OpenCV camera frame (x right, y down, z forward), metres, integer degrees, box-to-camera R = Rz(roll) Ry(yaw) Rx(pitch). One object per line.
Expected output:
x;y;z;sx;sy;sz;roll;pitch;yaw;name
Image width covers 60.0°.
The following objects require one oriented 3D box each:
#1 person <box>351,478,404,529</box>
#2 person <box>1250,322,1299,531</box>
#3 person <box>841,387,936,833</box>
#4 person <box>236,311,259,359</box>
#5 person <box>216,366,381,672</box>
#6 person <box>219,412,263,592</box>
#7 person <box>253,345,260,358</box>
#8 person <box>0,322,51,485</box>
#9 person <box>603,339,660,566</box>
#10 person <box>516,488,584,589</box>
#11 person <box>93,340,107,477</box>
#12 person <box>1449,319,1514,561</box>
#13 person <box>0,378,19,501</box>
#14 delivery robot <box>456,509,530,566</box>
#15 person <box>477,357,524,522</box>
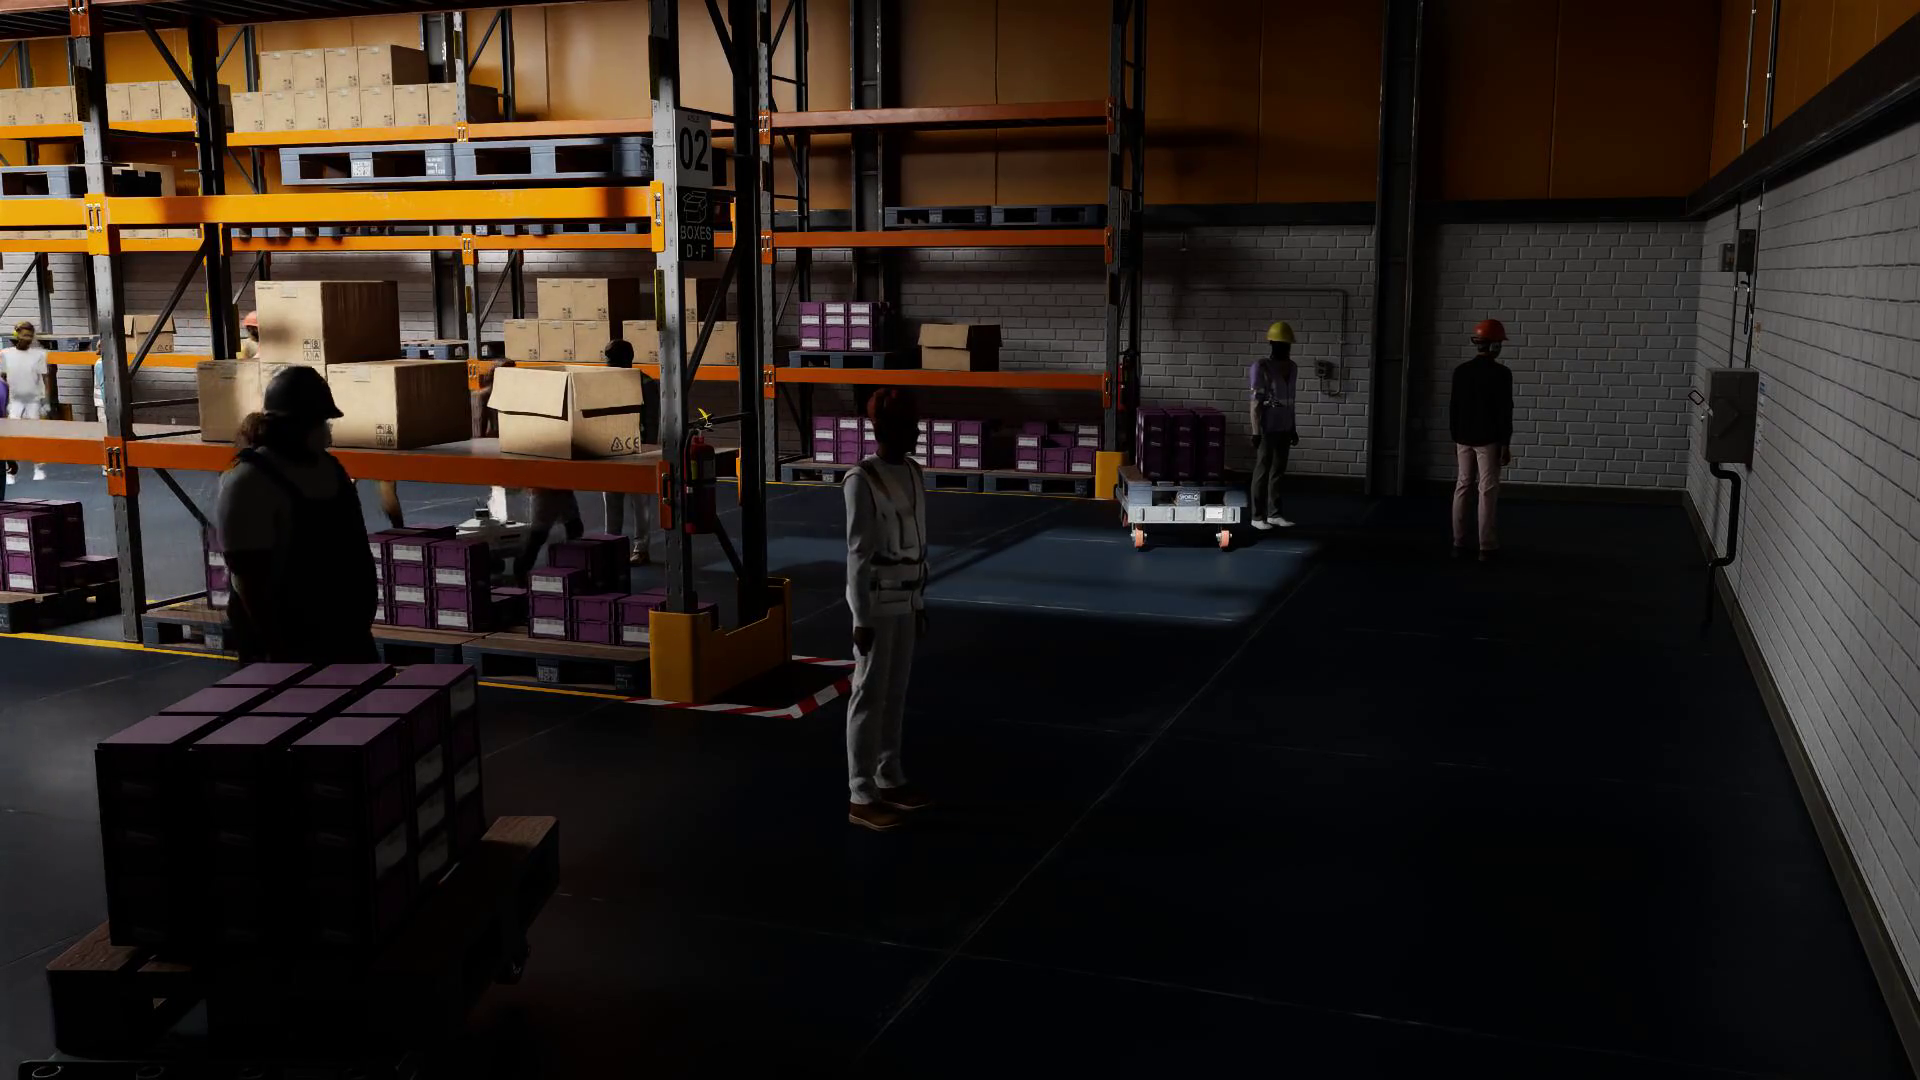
-4.871;-0.824;13.804;0.983;1.986;0.623;2;9;14;person
2.940;-1.055;15.444;0.595;1.923;0.378;-7;12;-38;person
-0.304;0.287;7.153;0.357;1.881;0.574;4;10;24;person
-8.343;-1.756;19.819;0.378;1.932;0.551;1;9;7;person
-2.487;0.307;6.531;0.896;2.000;0.703;3;9;17;person
-3.691;0.133;8.899;0.268;1.632;0.507;8;12;40;person
-4.883;-0.515;12.008;0.542;1.939;0.362;6;11;34;person
-10.668;-1.554;18.940;0.561;1.822;0.709;-4;10;-22;person
-2.746;-0.706;13.511;0.620;1.845;0.429;4;10;24;person
-2.847;-0.346;11.855;0.805;1.636;0.544;-1;9;-4;person
-9.976;-1.557;19.496;0.312;1.638;0.512;-3;10;-18;person
4.333;-0.827;13.793;0.391;1.995;0.613;-5;10;-30;person
-7.804;-0.664;13.241;0.372;1.843;0.570;3;10;20;person
-3.666;0.002;12.801;0.477;0.478;0.707;7;12;38;delivery robot
-4.155;-0.831;14.958;0.489;1.629;0.515;7;11;36;person
